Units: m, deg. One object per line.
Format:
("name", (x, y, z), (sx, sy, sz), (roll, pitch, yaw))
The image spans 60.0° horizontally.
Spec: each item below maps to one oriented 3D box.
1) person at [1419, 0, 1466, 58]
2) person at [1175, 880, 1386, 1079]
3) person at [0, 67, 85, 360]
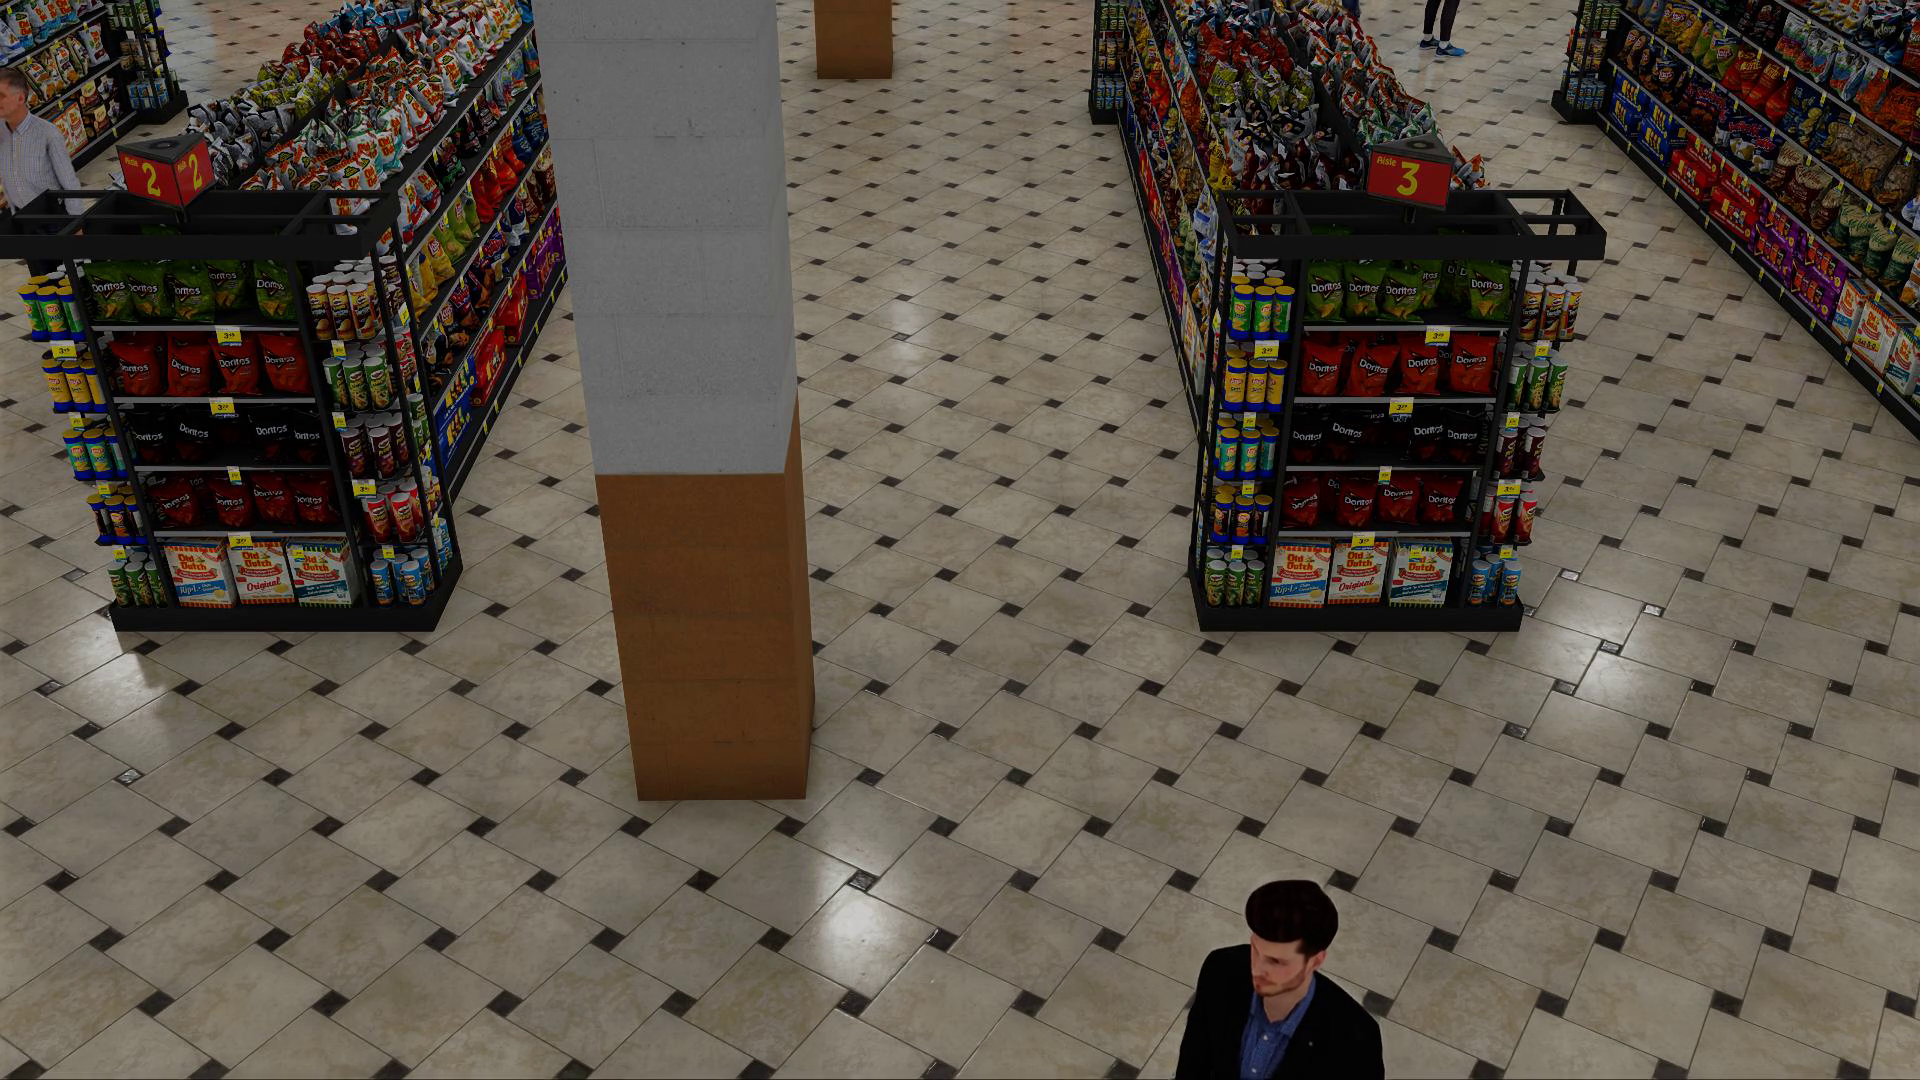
("person", (4.694, -5.573, 15.852), (0.819, 1.826, 0.626), (-10, 33, -16))
("person", (0.787, 1.582, 4.292), (0.785, 1.892, 0.823), (23, 39, 32))
("person", (-5.498, -1.951, 10.037), (0.699, 1.820, 0.644), (7, 33, 12))
